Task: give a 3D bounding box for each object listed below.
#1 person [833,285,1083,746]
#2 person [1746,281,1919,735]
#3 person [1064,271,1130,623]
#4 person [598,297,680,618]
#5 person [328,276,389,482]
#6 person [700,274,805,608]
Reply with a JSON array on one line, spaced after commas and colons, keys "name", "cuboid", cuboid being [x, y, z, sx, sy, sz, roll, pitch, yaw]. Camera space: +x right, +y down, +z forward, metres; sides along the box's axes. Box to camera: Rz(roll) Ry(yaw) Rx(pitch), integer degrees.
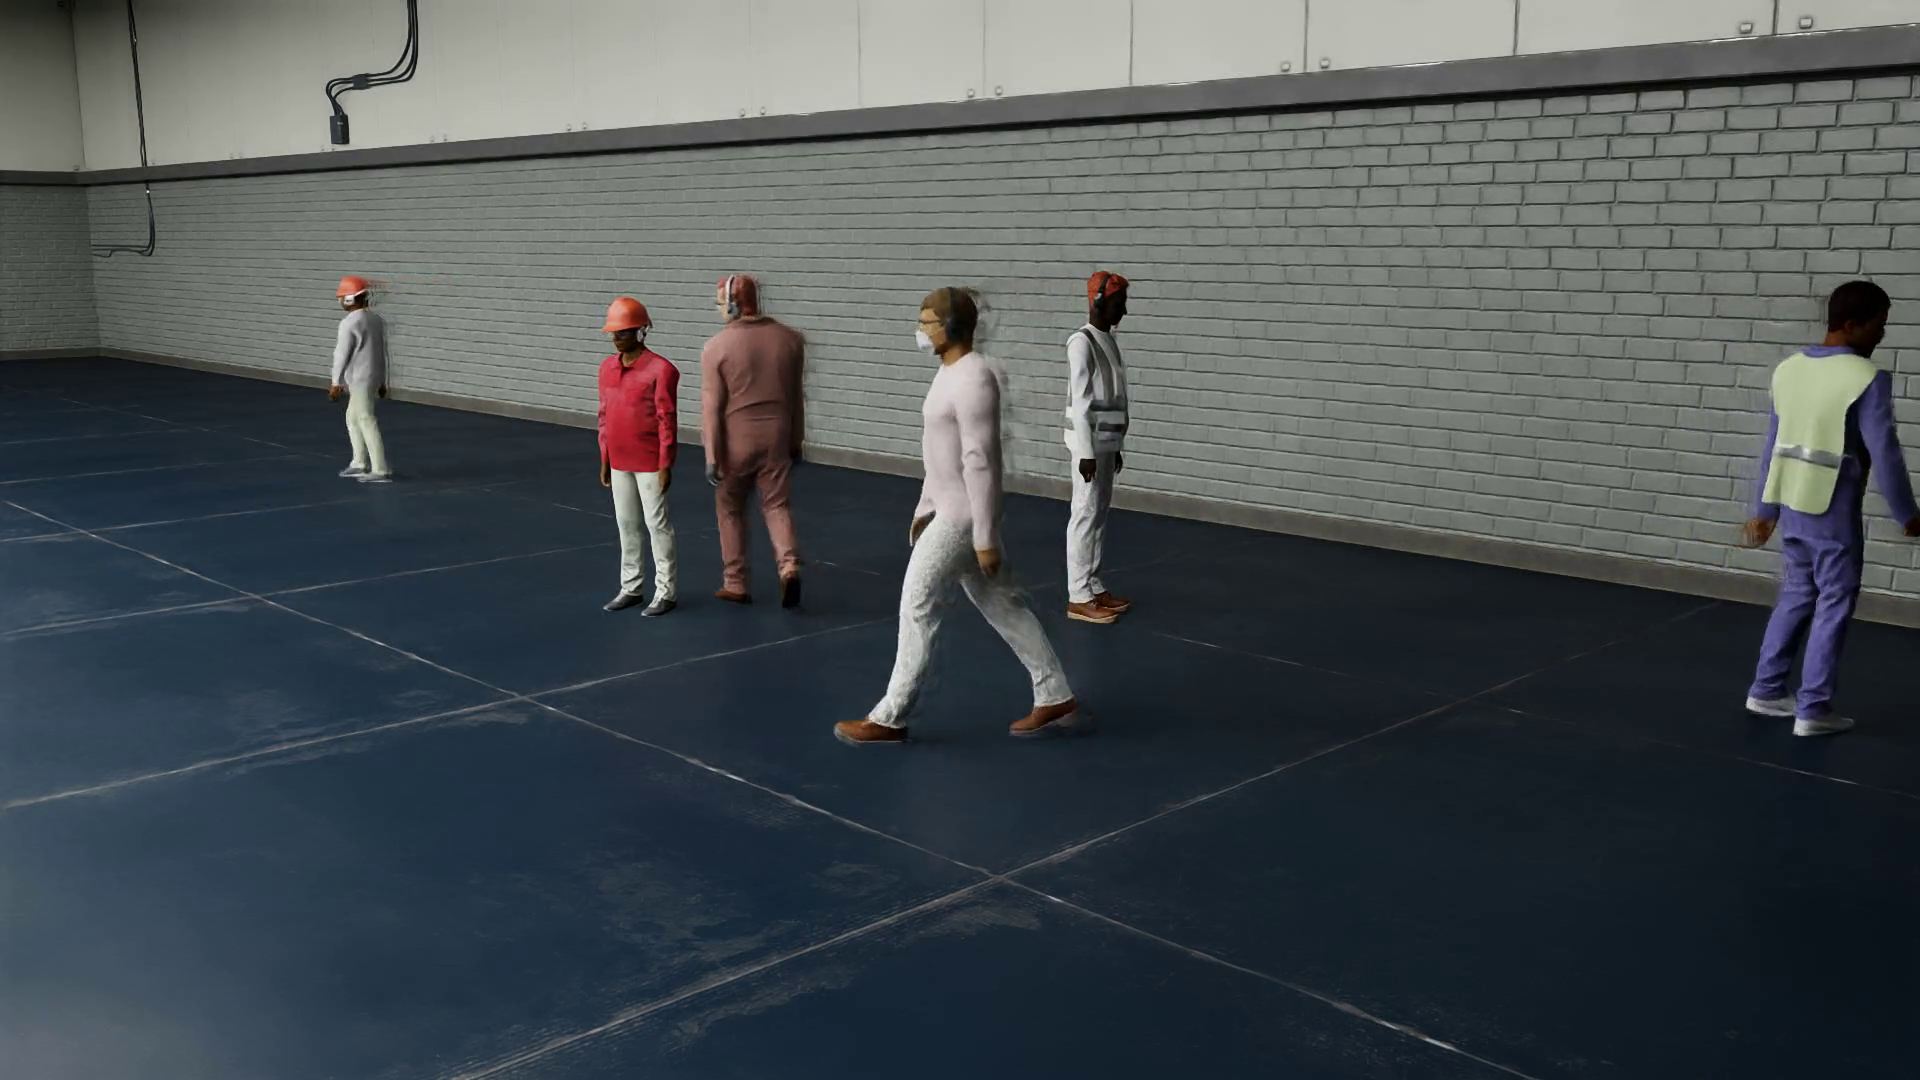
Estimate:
[{"name": "person", "cuboid": [0.036, -0.085, 6.758, 1.030, 1.894, 0.621, 0, 10, -1]}, {"name": "person", "cuboid": [3.624, -0.114, 6.880, 0.544, 1.890, 0.623, -2, 11, -10]}, {"name": "person", "cuboid": [0.751, -0.507, 9.029, 0.355, 1.887, 0.574, 4, 11, 20]}, {"name": "person", "cuboid": [-1.781, -0.452, 9.109, 0.564, 1.746, 0.348, 7, 13, 34]}, {"name": "person", "cuboid": [-5.129, -1.342, 14.018, 0.653, 1.728, 0.570, 1, 10, 5]}, {"name": "person", "cuboid": [-1.139, -0.532, 9.217, 0.661, 1.873, 0.710, -6, 12, -32]}]
